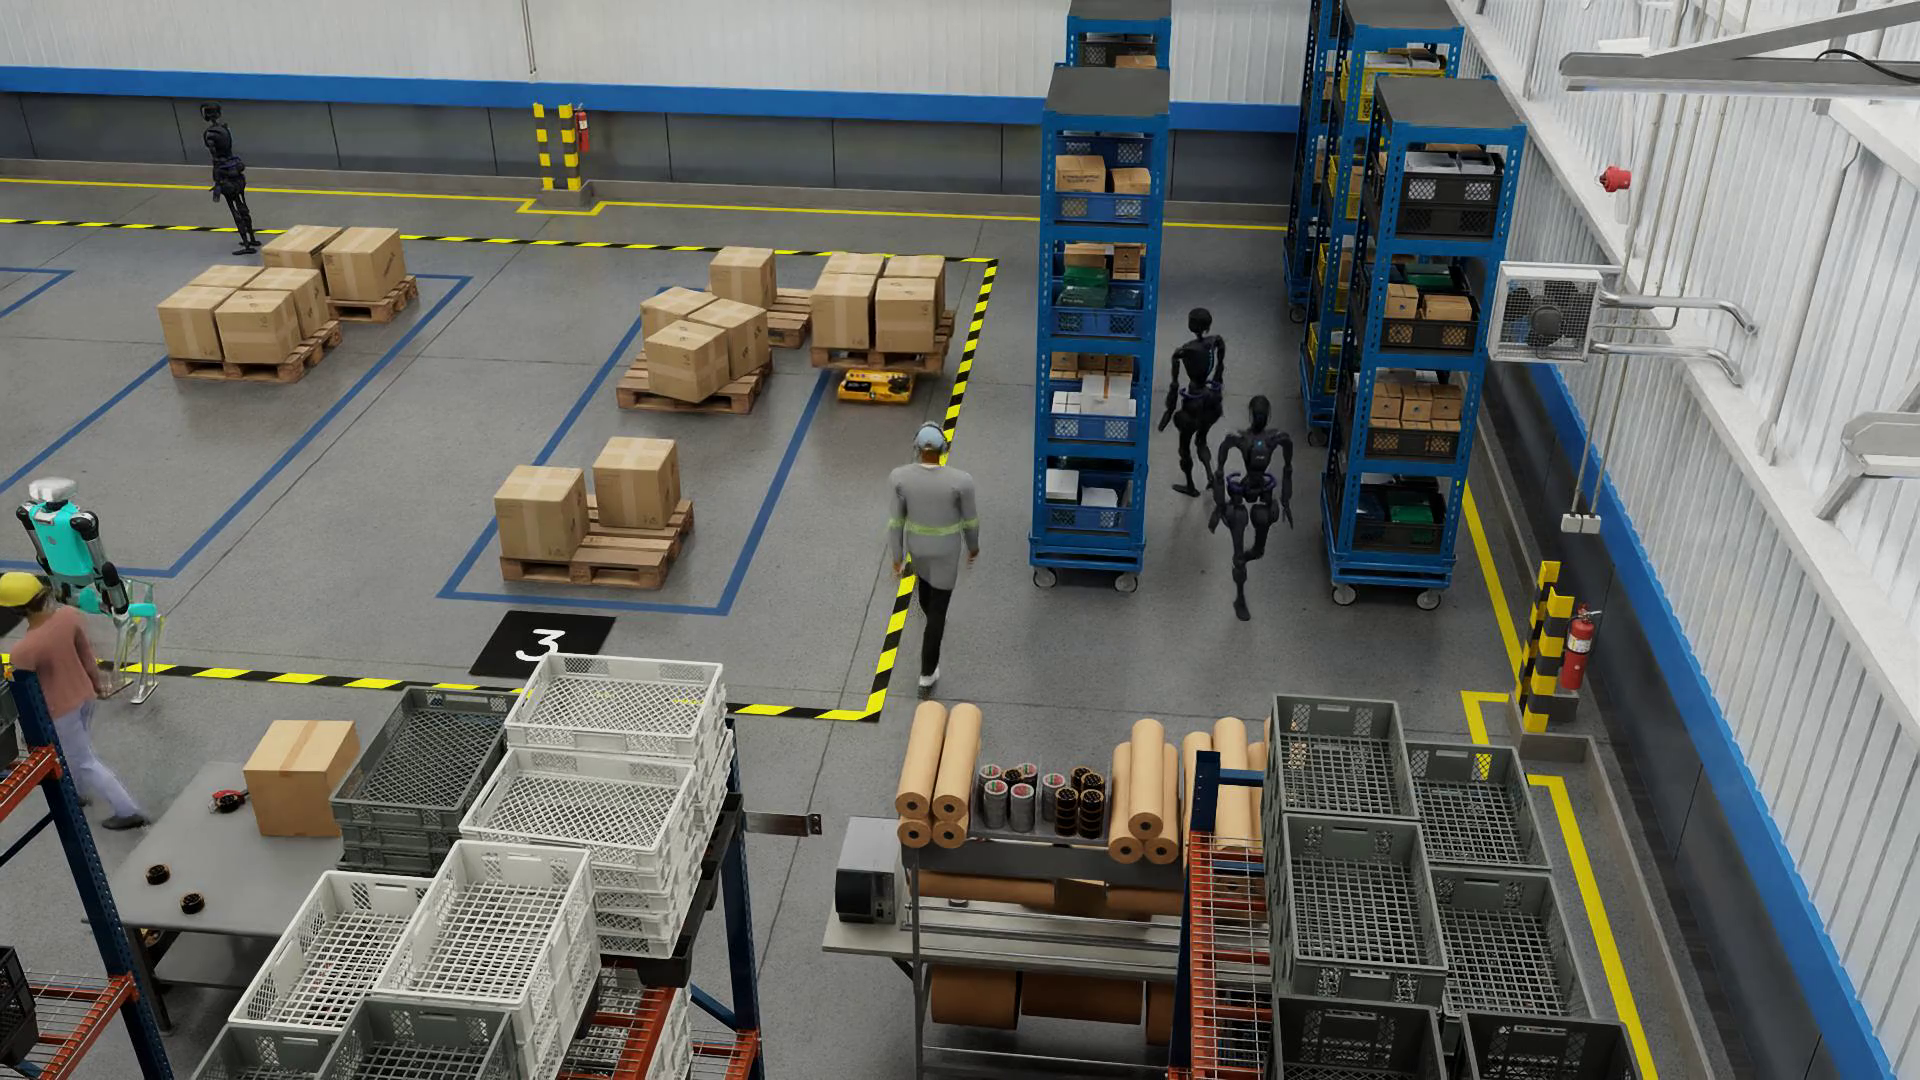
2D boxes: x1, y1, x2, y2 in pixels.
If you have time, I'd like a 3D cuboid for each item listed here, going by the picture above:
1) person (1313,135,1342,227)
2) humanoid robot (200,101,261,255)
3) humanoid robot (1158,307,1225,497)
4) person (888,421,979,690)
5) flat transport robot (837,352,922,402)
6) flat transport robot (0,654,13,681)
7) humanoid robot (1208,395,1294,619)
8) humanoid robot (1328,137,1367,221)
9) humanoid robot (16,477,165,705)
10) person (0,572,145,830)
[{"bbox_3d":[4.009,-4.042,18.047,0.385,1.847,0.562,7,31,11],"label":"person"},{"bbox_3d":[-7.926,-3.926,18.002,0.315,1.657,0.599,-1,30,-2],"label":"humanoid robot"},{"bbox_3d":[1.881,-1.053,13.102,0.597,1.645,0.431,-19,35,-29],"label":"humanoid robot"},{"bbox_3d":[-0.176,0.047,11.069,0.585,1.804,0.982,9,31,15],"label":"person"},{"bbox_3d":[-0.705,-1.694,15.556,0.652,0.197,1.431,3,30,6],"label":"flat transport robot"},{"bbox_3d":[-7.142,0.969,11.010,1.431,0.231,0.659,3,30,6],"label":"flat transport robot"},{"bbox_3d":[2.057,-0.294,11.825,0.607,1.648,0.719,-3,30,-5],"label":"humanoid robot"},{"bbox_3d":[4.199,-3.990,18.121,0.387,1.657,0.598,-20,35,-30],"label":"humanoid robot"},{"bbox_3d":[-5.443,0.251,10.645,0.533,1.681,0.735,8,31,14],"label":"humanoid robot"},{"bbox_3d":[-5.214,0.934,9.608,0.741,1.732,0.542,5,31,8],"label":"person"}]
